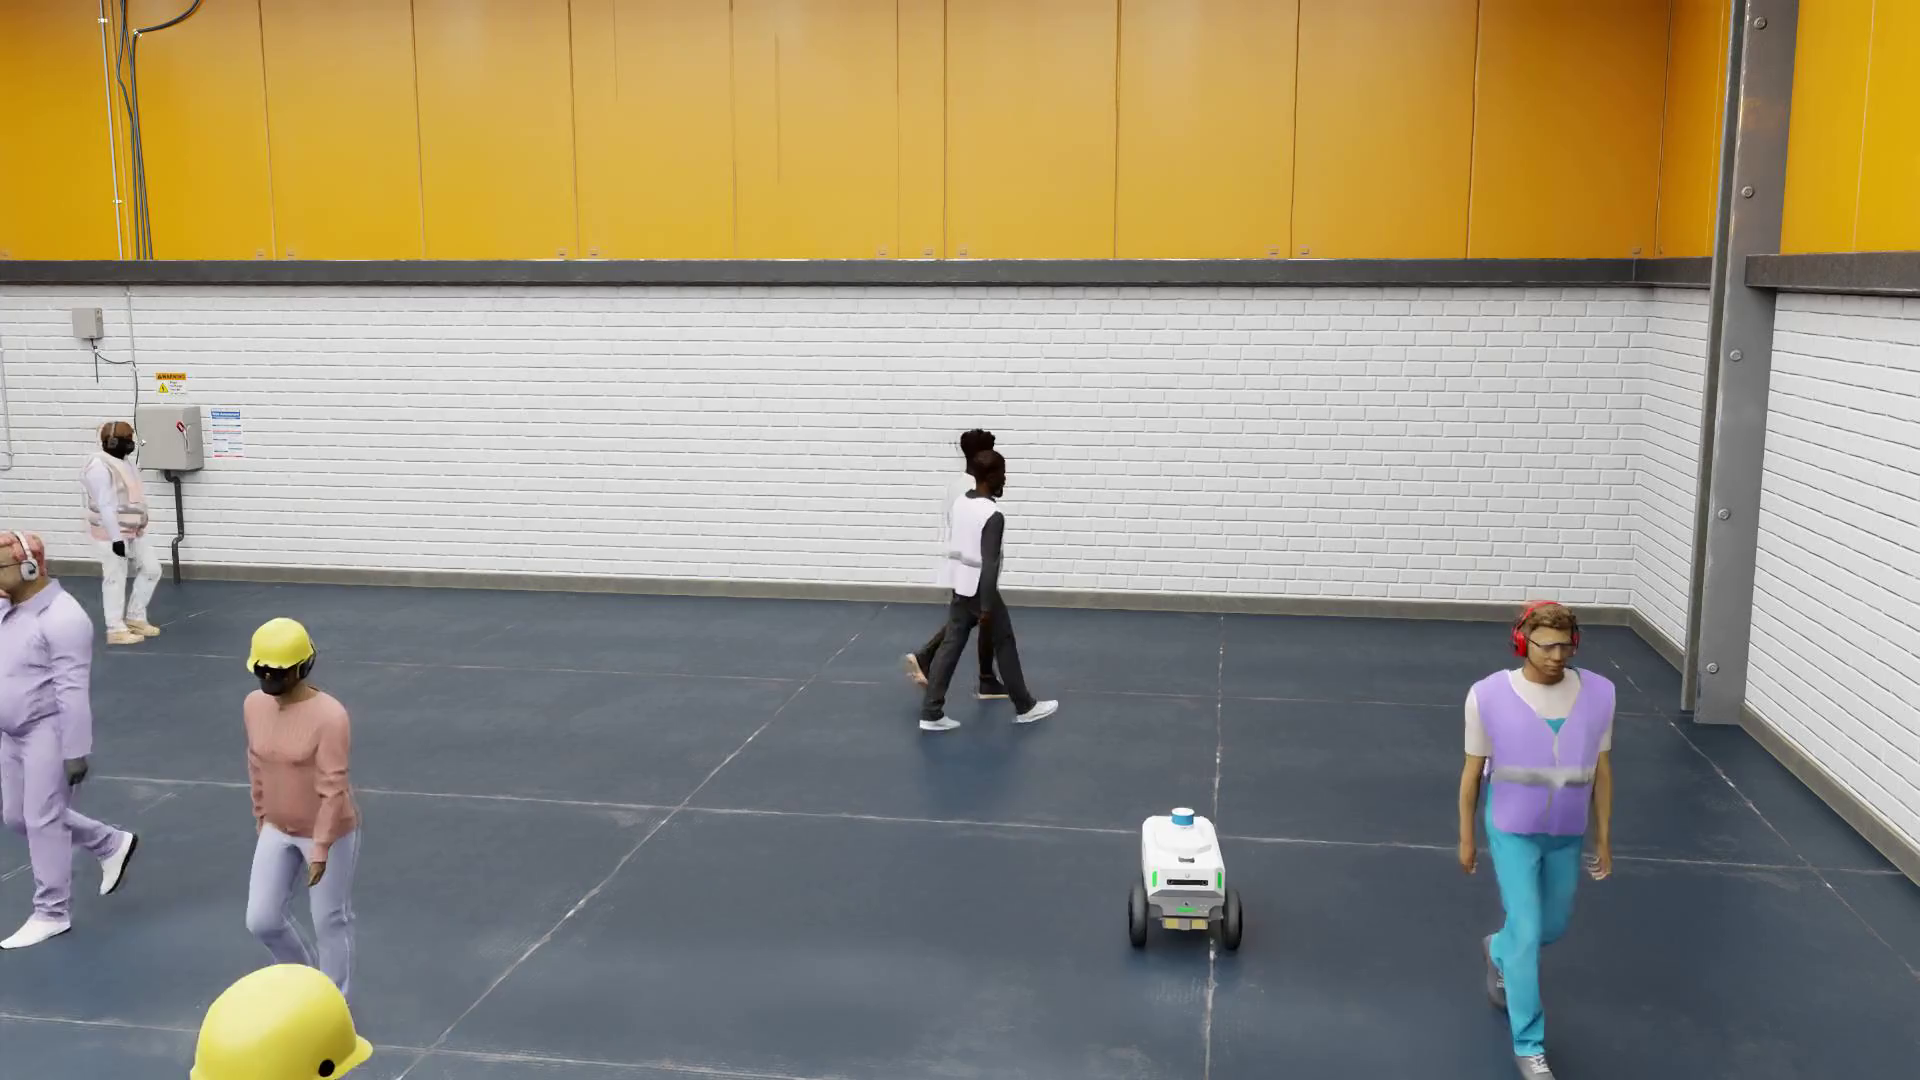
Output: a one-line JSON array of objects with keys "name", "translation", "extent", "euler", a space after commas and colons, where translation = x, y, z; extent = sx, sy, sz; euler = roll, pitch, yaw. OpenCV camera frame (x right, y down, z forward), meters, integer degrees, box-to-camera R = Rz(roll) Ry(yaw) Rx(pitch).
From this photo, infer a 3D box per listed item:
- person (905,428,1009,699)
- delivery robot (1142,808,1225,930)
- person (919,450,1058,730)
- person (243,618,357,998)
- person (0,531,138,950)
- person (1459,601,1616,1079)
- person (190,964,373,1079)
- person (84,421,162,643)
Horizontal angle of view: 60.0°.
[{"name": "person", "translation": [0.030, 0.179, 11.695], "extent": [0.725, 1.945, 0.611], "euler": [-3, 10, -19]}, {"name": "delivery robot", "translation": [1.022, 1.479, 7.658], "extent": [0.477, 0.478, 0.707], "euler": [1, 9, 4]}, {"name": "person", "translation": [0.152, 0.330, 11.004], "extent": [1.007, 1.865, 0.613], "euler": [-5, 11, -29]}, {"name": "person", "translation": [-2.542, 1.136, 6.403], "extent": [0.534, 1.743, 0.437], "euler": [3, 10, 18]}, {"name": "person", "translation": [-4.138, 0.874, 7.600], "extent": [0.649, 1.888, 0.624], "euler": [6, 11, 34]}, {"name": "person", "translation": [2.187, 1.098, 6.416], "extent": [0.570, 1.815, 0.789], "euler": [-1, 9, -6]}, {"name": "person", "translation": [-1.148, 1.636, 2.785], "extent": [0.617, 1.909, 0.441], "euler": [5, 10, 28]}, {"name": "person", "translation": [-6.778, -0.052, 13.506], "extent": [0.505, 1.829, 0.628], "euler": [0, 9, 0]}]
